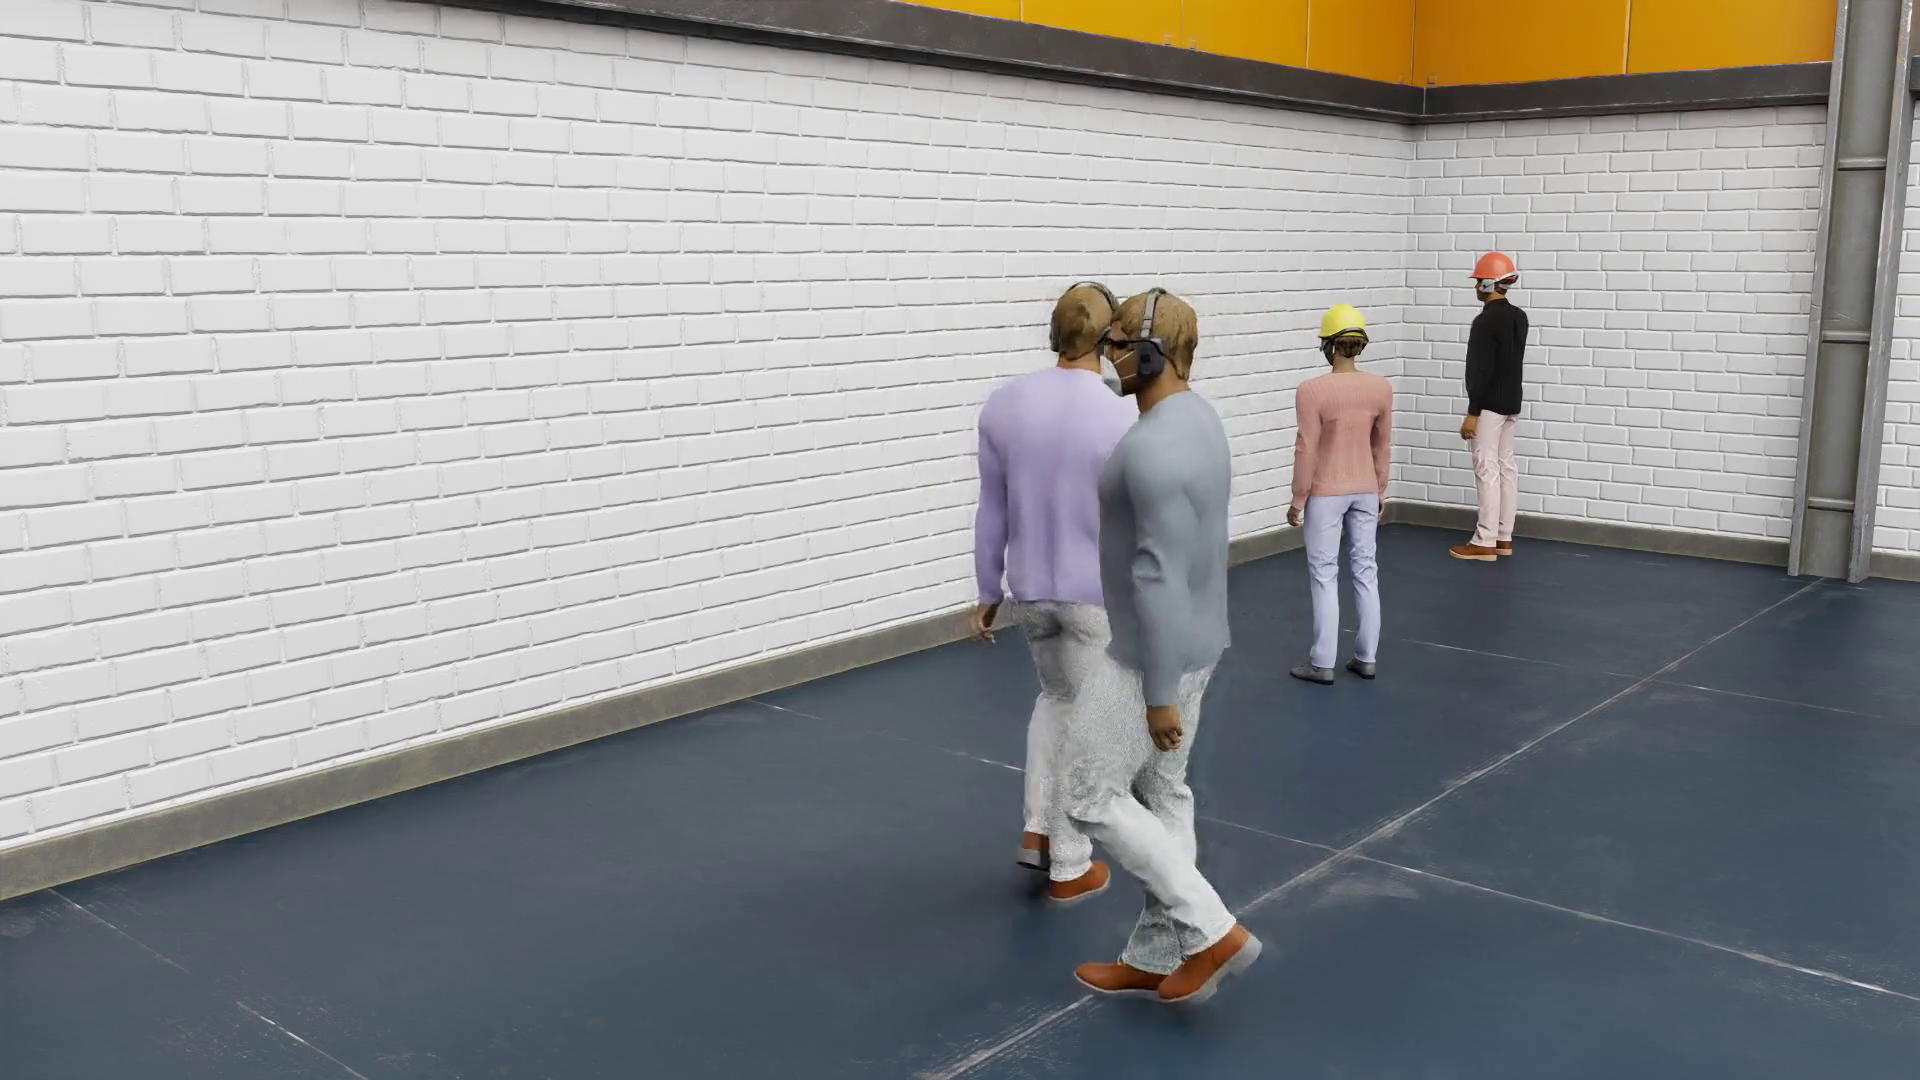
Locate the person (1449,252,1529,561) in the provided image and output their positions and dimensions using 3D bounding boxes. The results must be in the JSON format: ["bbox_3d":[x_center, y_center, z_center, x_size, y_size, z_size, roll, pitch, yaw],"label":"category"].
[{"bbox_3d":[3.449,-0.863,10.820,0.383,1.996,0.609,9,14,43],"label":"person"}]

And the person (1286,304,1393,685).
[{"bbox_3d":[1.758,-0.210,7.759,0.533,1.767,0.327,-4,11,-22],"label":"person"}]

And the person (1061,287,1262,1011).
[{"bbox_3d":[0.508,0.308,4.354,0.470,1.921,0.636,4,11,21],"label":"person"}]

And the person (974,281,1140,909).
[{"bbox_3d":[0.373,0.176,5.111,0.658,1.922,0.448,7,12,35],"label":"person"}]
